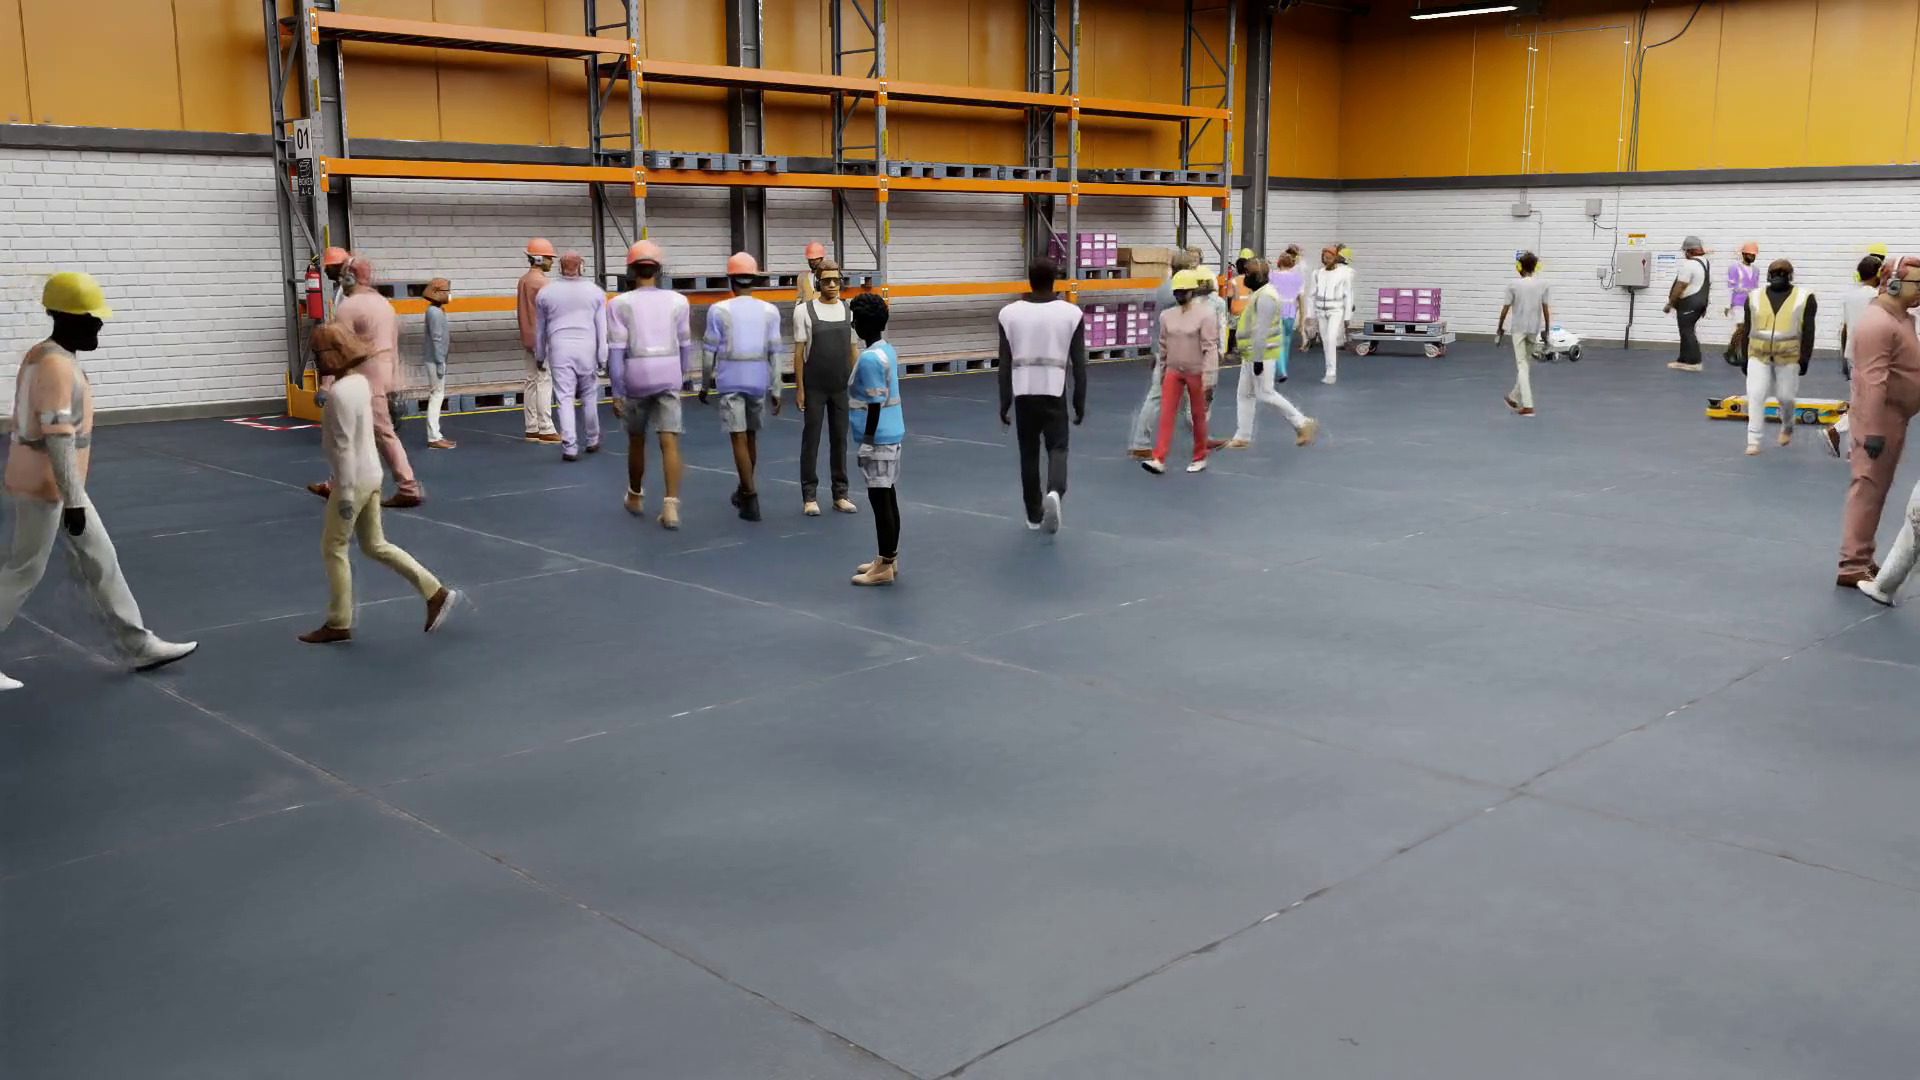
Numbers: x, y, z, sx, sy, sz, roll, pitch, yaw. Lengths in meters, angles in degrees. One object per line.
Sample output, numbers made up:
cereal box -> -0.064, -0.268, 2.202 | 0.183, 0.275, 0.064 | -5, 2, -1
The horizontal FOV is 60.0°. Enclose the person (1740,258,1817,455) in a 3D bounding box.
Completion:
person -> 7.617, -1.711, 15.508 | 0.628, 1.824, 0.752 | 7, 12, 34

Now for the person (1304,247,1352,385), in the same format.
person -> 4.987, -3.057, 22.699 | 0.576, 1.859, 0.750 | 9, 14, 41

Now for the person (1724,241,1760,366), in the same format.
person -> 12.099, -3.632, 25.669 | 0.577, 1.922, 0.404 | -4, 11, -19

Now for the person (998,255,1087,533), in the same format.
person -> 0.552, -0.967, 11.246 | 0.598, 1.897, 0.747 | 1, 10, 4

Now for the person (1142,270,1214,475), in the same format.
person -> 1.859, -1.393, 13.980 | 0.550, 1.717, 0.882 | 7, 12, 32

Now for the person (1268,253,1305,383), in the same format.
person -> 4.473, -3.079, 23.067 | 0.585, 1.792, 1.019 | 0, 10, 0

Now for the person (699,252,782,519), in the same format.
person -> -1.582, -1.121, 12.035 | 0.546, 1.900, 0.867 | -5, 12, -27

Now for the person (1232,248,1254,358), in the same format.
person -> 4.773, -3.944, 27.673 | 0.598, 1.818, 0.512 | 7, 12, 33

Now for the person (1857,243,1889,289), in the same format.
person -> 13.885, -3.534, 25.180 | 0.769, 1.898, 0.628 | 9, 14, 42

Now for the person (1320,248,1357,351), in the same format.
person -> 6.614, -4.180, 29.021 | 0.607, 1.799, 0.484 | 9, 14, 41

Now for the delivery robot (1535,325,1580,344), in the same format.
delivery robot -> 9.754, -3.273, 27.192 | 0.707, 0.478, 0.477 | 7, 12, 32

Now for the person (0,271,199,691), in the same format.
person -> -4.062, -0.255, 7.439 | 1.016, 1.872, 0.633 | -4, 11, -22

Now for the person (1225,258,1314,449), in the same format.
person -> 2.906, -1.731, 15.627 | 0.786, 1.818, 0.631 | 0, 10, 3

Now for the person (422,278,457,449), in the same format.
person -> -4.963, -1.680, 15.849 | 0.301, 1.621, 0.495 | -3, 11, -18

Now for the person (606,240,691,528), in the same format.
person -> -2.177, -1.100, 11.699 | 0.610, 1.985, 1.040 | -4, 11, -21

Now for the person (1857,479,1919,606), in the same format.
person -> 5.248, -0.373, 8.792 | 0.533, 1.588, 0.863 | -3, 11, -14

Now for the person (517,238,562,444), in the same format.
person -> -4.082, -1.935, 16.223 | 0.388, 1.990, 0.622 | -8, 13, -38

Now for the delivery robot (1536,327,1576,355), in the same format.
delivery robot -> 9.534, -3.165, 26.602 | 0.707, 0.478, 0.477 | -9, 14, -41

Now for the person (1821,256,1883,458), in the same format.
person -> 7.987, -1.597, 14.787 | 0.556, 1.846, 0.560 | -2, 11, -12

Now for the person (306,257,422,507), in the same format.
person -> -4.488, -1.165, 12.395 | 0.991, 1.853, 0.656 | 1, 10, 6

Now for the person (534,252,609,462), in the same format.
person -> -3.538, -1.676, 15.167 | 0.666, 1.854, 0.959 | -2, 11, -12

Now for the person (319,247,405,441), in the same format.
person -> -5.923, -1.914, 16.325 | 0.697, 1.914, 0.554 | -8, 13, -36

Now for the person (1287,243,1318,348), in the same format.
person -> 5.962, -4.315, 29.514 | 0.726, 1.879, 0.659 | -6, 12, -29

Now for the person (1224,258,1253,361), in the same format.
person -> 4.445, -3.616, 26.315 | 0.537, 1.656, 0.857 | 0, 10, -3

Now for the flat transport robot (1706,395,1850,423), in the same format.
flat transport robot -> 9.026, -1.446, 18.258 | 1.431, 0.197, 0.652 | 7, 13, 34

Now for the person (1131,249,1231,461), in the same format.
person -> 2.002, -1.641, 14.907 | 1.000, 1.885, 0.643 | -1, 10, -4

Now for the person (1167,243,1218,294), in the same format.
person -> 2.865, -2.703, 20.608 | 0.641, 1.925, 0.659 | 3, 11, 17

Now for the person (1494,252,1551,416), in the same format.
person -> 6.377, -2.346, 18.926 | 0.553, 1.818, 0.957 | -1, 10, -6

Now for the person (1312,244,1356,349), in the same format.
person -> 6.708, -4.370, 29.873 | 0.897, 1.863, 0.647 | 4, 11, 21

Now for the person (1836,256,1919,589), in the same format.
person -> 5.307, -0.665, 9.539 | 0.403, 1.905, 0.651 | 8, 13, 36

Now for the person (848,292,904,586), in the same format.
person -> -0.490, -0.582, 9.657 | 0.321, 1.695, 0.529 | 1, 10, 7

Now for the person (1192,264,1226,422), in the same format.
person -> 2.514, -1.997, 17.293 | 0.486, 1.727, 0.655 | 2, 11, 10

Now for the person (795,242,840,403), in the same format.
person -> -1.723, -2.596, 19.987 | 0.553, 1.934, 0.365 | 3, 11, 15

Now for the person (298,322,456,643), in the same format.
person -> -2.931, -0.280, 8.266 | 0.699, 1.606, 0.546 | -1, 10, -6

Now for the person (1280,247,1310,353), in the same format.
person -> 5.703, -4.094, 28.484 | 0.507, 1.832, 0.902 | 9, 14, 42

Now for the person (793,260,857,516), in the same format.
person -> -0.958, -1.100, 12.074 | 0.507, 1.847, 0.343 | -5, 11, -25

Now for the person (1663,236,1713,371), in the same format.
person -> 10.925, -3.540, 24.848 | 0.704, 2.000, 0.646 | -10, 14, -43
